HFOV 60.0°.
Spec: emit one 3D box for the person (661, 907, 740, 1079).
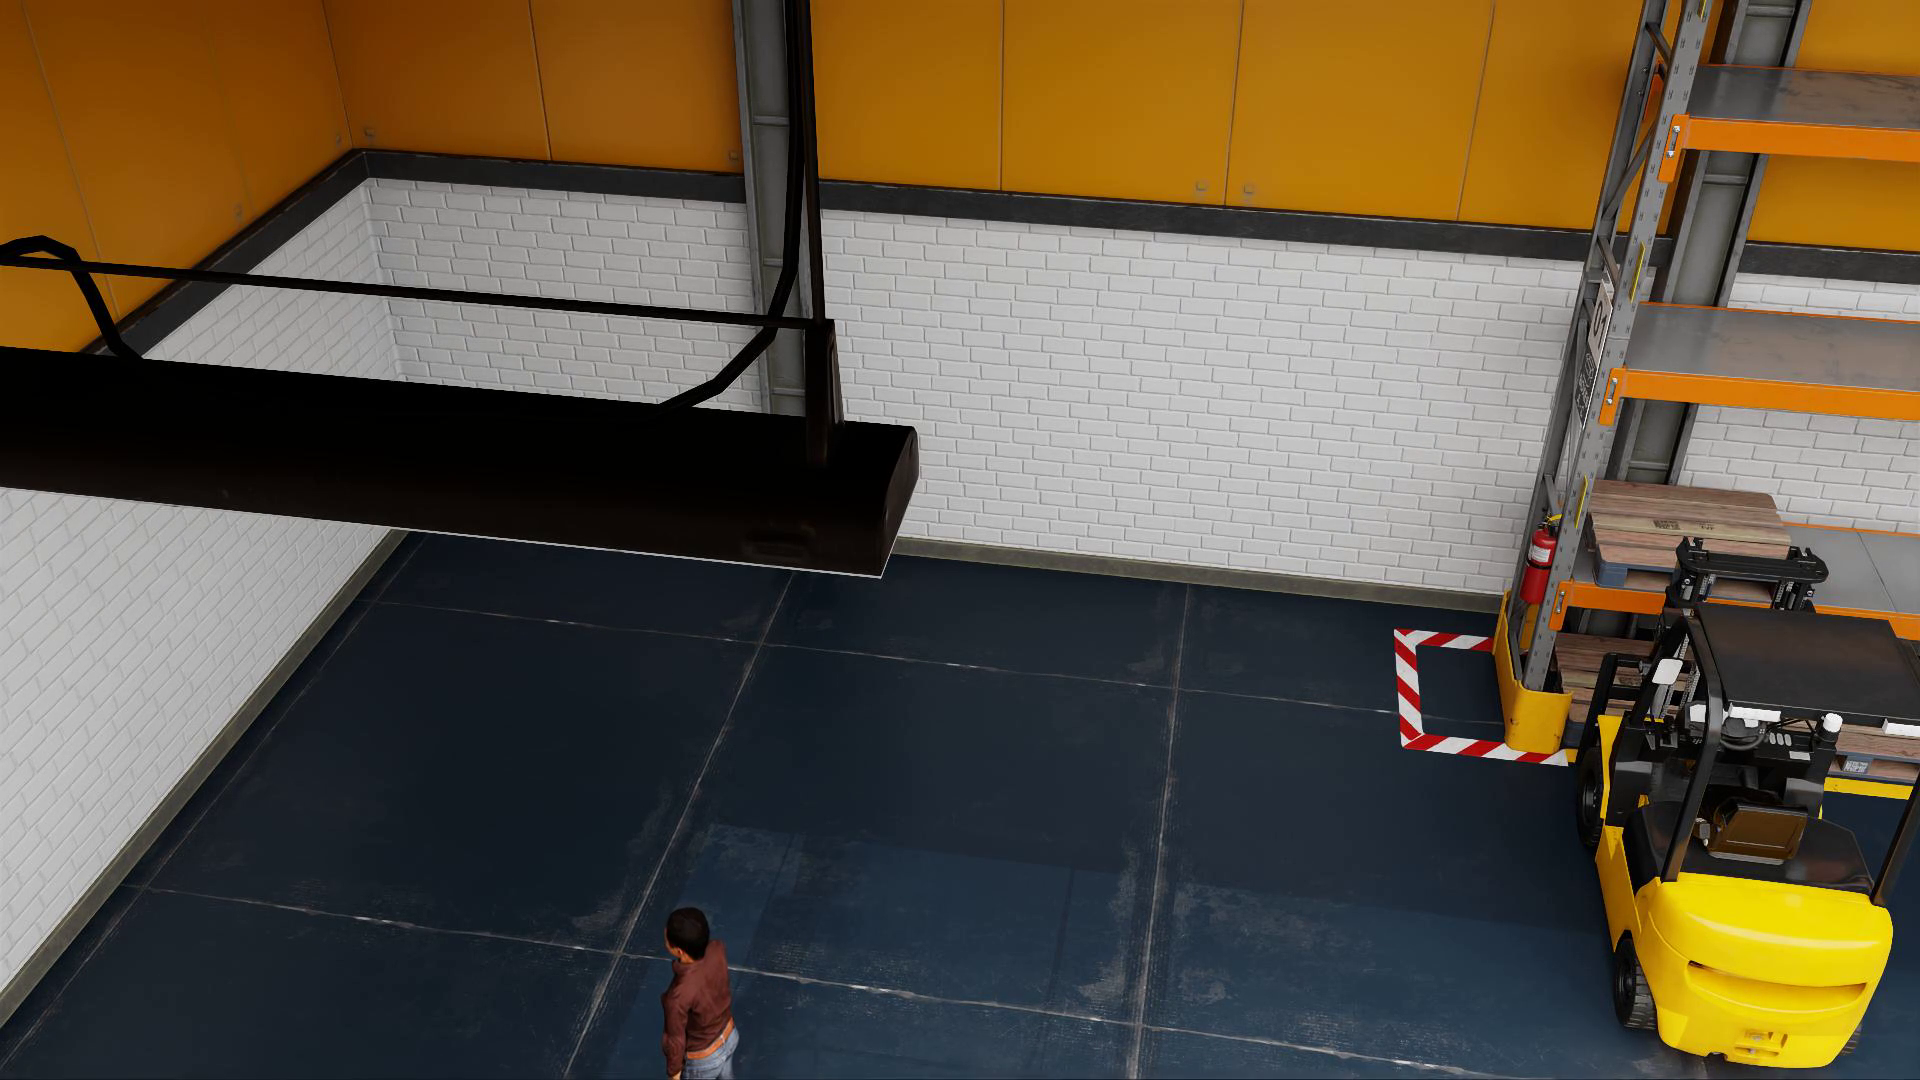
[{"bbox_3d":[-1.198,2.424,7.922,0.593,1.777,0.687,14,36,19],"label":"person"}]
